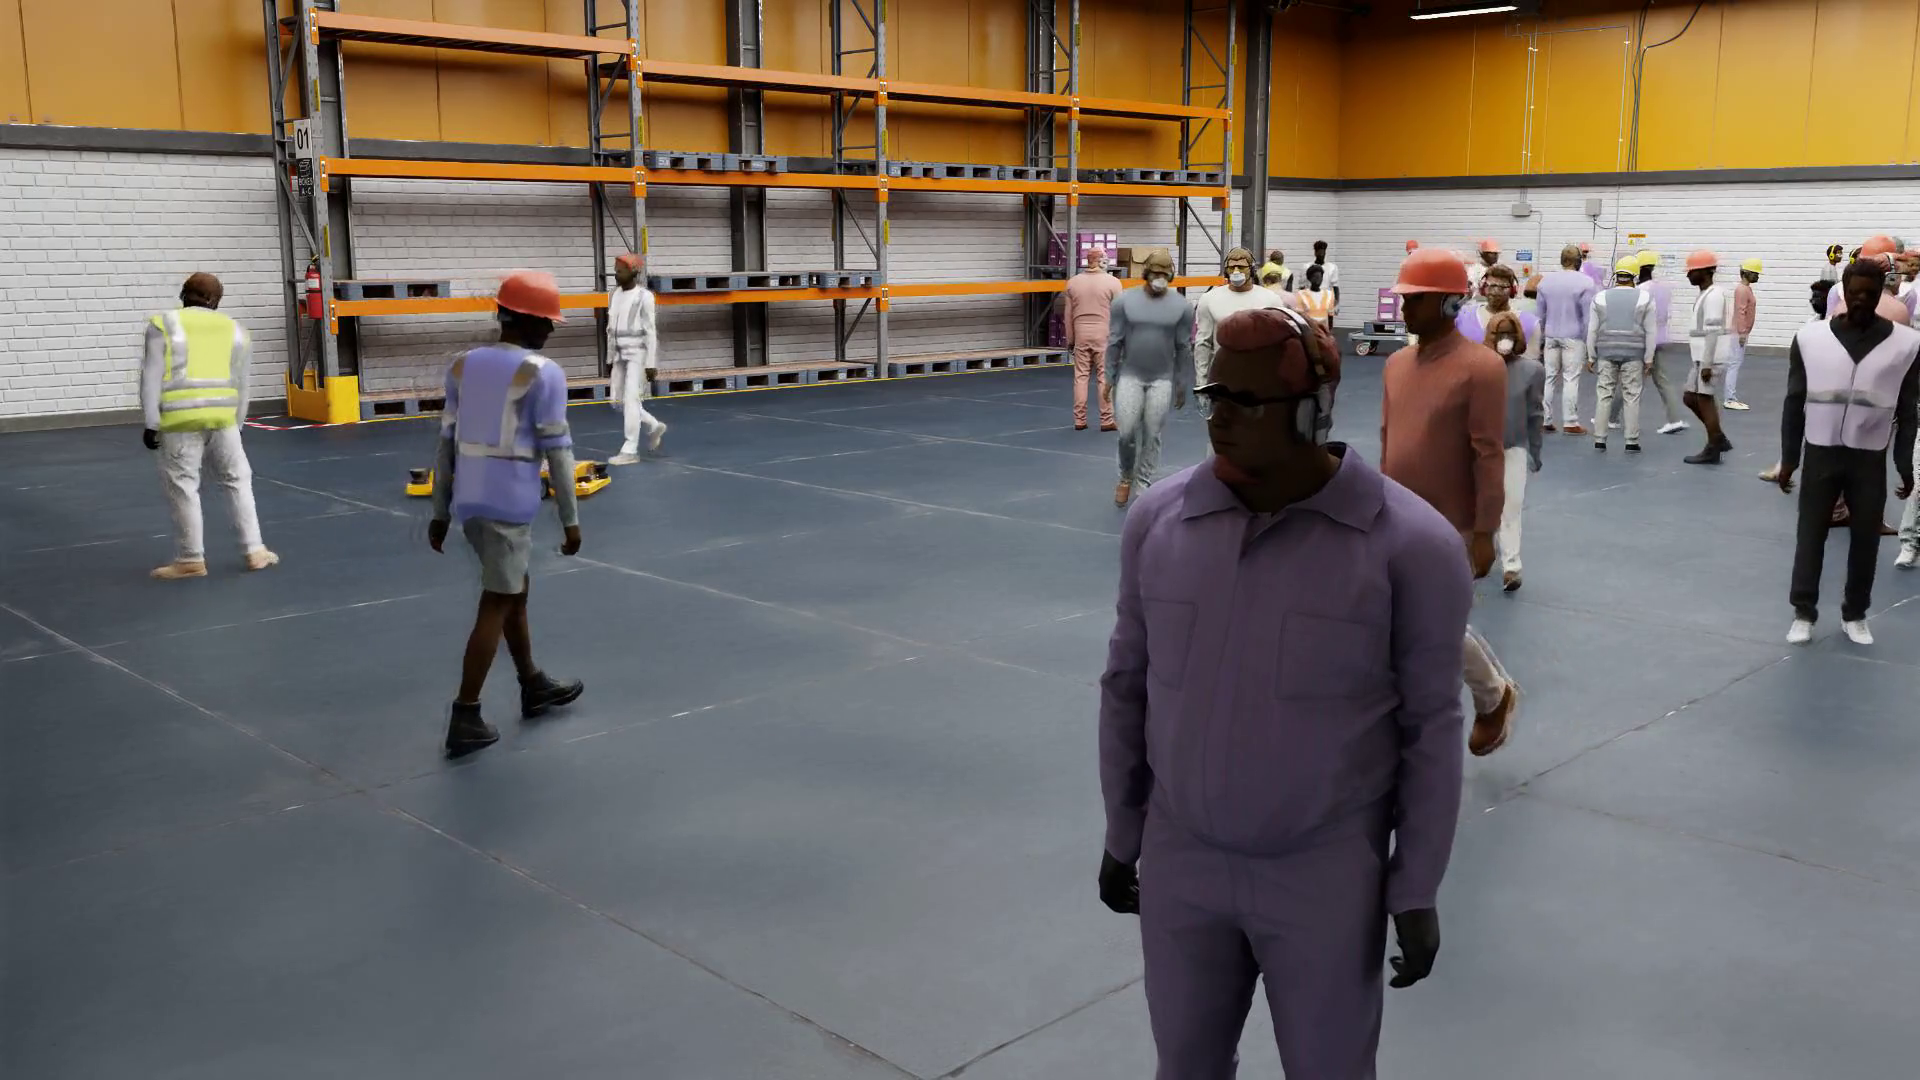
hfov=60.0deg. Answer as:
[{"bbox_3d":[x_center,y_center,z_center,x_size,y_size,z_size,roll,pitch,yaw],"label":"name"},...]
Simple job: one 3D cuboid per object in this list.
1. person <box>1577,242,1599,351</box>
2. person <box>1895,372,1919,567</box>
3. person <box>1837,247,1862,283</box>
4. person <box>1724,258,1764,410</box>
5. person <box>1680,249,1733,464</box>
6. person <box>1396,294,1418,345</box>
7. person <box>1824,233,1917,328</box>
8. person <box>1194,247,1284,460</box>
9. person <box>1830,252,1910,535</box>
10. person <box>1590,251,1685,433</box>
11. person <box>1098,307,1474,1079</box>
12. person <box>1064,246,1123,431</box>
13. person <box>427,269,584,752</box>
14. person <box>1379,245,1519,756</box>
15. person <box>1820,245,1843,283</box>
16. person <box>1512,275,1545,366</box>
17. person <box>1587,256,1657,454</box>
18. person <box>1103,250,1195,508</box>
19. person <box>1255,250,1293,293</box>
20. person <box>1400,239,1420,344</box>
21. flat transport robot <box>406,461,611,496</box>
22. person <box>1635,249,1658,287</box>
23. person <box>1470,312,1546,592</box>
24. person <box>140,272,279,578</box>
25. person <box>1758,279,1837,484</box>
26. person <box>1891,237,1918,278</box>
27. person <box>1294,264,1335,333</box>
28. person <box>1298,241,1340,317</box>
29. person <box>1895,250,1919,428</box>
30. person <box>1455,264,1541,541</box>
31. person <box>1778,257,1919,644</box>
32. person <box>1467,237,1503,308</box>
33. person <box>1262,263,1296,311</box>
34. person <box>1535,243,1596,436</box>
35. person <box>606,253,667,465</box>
[{"bbox_3d":[10.136,-3.897,27.136,0.581,1.910,0.498,-5,11,-24],"label":"person"},{"bbox_3d":[5.996,-0.663,10.075,0.501,1.709,0.823,8,13,36],"label":"person"},{"bbox_3d":[11.318,-2.766,21.080,0.520,1.877,0.328,-4,11,-19],"label":"person"},{"bbox_3d":[9.138,-2.400,19.401,0.326,1.761,0.523,5,12,26],"label":"person"},{"bbox_3d":[6.633,-1.619,14.765,0.558,1.908,0.576,3,11,14],"label":"person"},{"bbox_3d":[6.782,-3.334,24.905,0.502,1.614,0.620,-2,11,-9],"label":"person"},{"bbox_3d":[6.820,-1.278,12.527,0.606,2.038,0.382,4,11,20],"label":"person"},{"bbox_3d":[2.022,-1.157,12.127,0.636,1.938,0.355,2,11,13],"label":"person"},{"bbox_3d":[6.214,-0.994,11.333,0.403,1.906,0.651,-2,11,-10],"label":"person"},{"bbox_3d":[7.079,-2.033,17.133,0.579,1.869,1.022,-6,12,-28],"label":"person"},{"bbox_3d":[0.523,0.552,2.905,0.651,1.904,0.402,6,12,31],"label":"person"},{"bbox_3d":[1.410,-2.079,17.255,0.644,1.904,0.399,5,12,27],"label":"person"},{"bbox_3d":[-1.809,-0.135,6.694,0.567,1.877,0.931,6,12,29],"label":"person"},{"bbox_3d":[1.792,-0.094,6.206,0.524,1.982,0.634,-5,12,-26],"label":"person"},{"bbox_3d":[13.778,-3.733,26.385,0.310,1.863,0.533,7,12,32],"label":"person"},{"bbox_3d":[5.994,-1.963,17.454,0.513,1.597,0.772,2,11,8],"label":"person"},{"bbox_3d":[6.157,-1.719,15.487,0.597,1.831,0.403,6,12,30],"label":"person"},{"bbox_3d":[1.379,-1.148,12.146,0.657,1.914,0.432,0,10,2],"label":"person"},{"bbox_3d":[4.919,-3.664,26.207,0.625,1.808,0.931,4,11,18],"label":"person"},{"bbox_3d":[8.527,-4.646,31.171,0.798,1.945,0.424,-7,13,-35],"label":"person"},{"bbox_3d":[-3.529,-0.493,13.061,1.431,0.197,0.652,1,10,3],"label":"flat transport robot"},{"bbox_3d":[11.148,-3.864,27.294,0.954,1.787,0.628,6,12,31],"label":"person"},{"bbox_3d":[3.096,-0.514,9.587,0.524,1.584,0.870,2,11,13],"label":"person"},{"bbox_3d":[-4.483,-0.681,9.901,0.451,1.815,0.765,8,13,38],"label":"person"},{"bbox_3d":[6.829,-1.240,13.305,0.778,1.660,0.549,-2,11,-12],"label":"person"},{"bbox_3d":[12.109,-2.943,21.590,0.692,2.000,0.832,-4,11,-22],"label":"person"},{"bbox_3d":[4.200,-2.440,19.833,0.544,1.687,0.399,-2,11,-10],"label":"person"},{"bbox_3d":[5.660,-3.724,26.168,0.634,1.915,0.973,0,10,1],"label":"person"},{"bbox_3d":[9.889,-2.094,17.450,0.579,1.858,0.505,1,10,5],"label":"person"},{"bbox_3d":[3.460,-0.872,10.848,0.606,1.830,0.482,7,13,35],"label":"person"},{"bbox_3d":[4.392,-0.429,8.241,0.594,1.927,0.414,5,11,24],"label":"person"},{"bbox_3d":[6.774,-2.878,21.388,0.621,1.982,1.084,-4,11,-23],"label":"person"},{"bbox_3d":[3.474,-2.209,18.489,0.534,1.714,0.938,2,11,11],"label":"person"},{"bbox_3d":[6.132,-2.024,16.861,0.352,1.937,0.635,-9,13,-39],"label":"person"},{"bbox_3d":[-2.897,-1.613,14.808,0.591,1.870,0.625,9,14,41],"label":"person"}]
